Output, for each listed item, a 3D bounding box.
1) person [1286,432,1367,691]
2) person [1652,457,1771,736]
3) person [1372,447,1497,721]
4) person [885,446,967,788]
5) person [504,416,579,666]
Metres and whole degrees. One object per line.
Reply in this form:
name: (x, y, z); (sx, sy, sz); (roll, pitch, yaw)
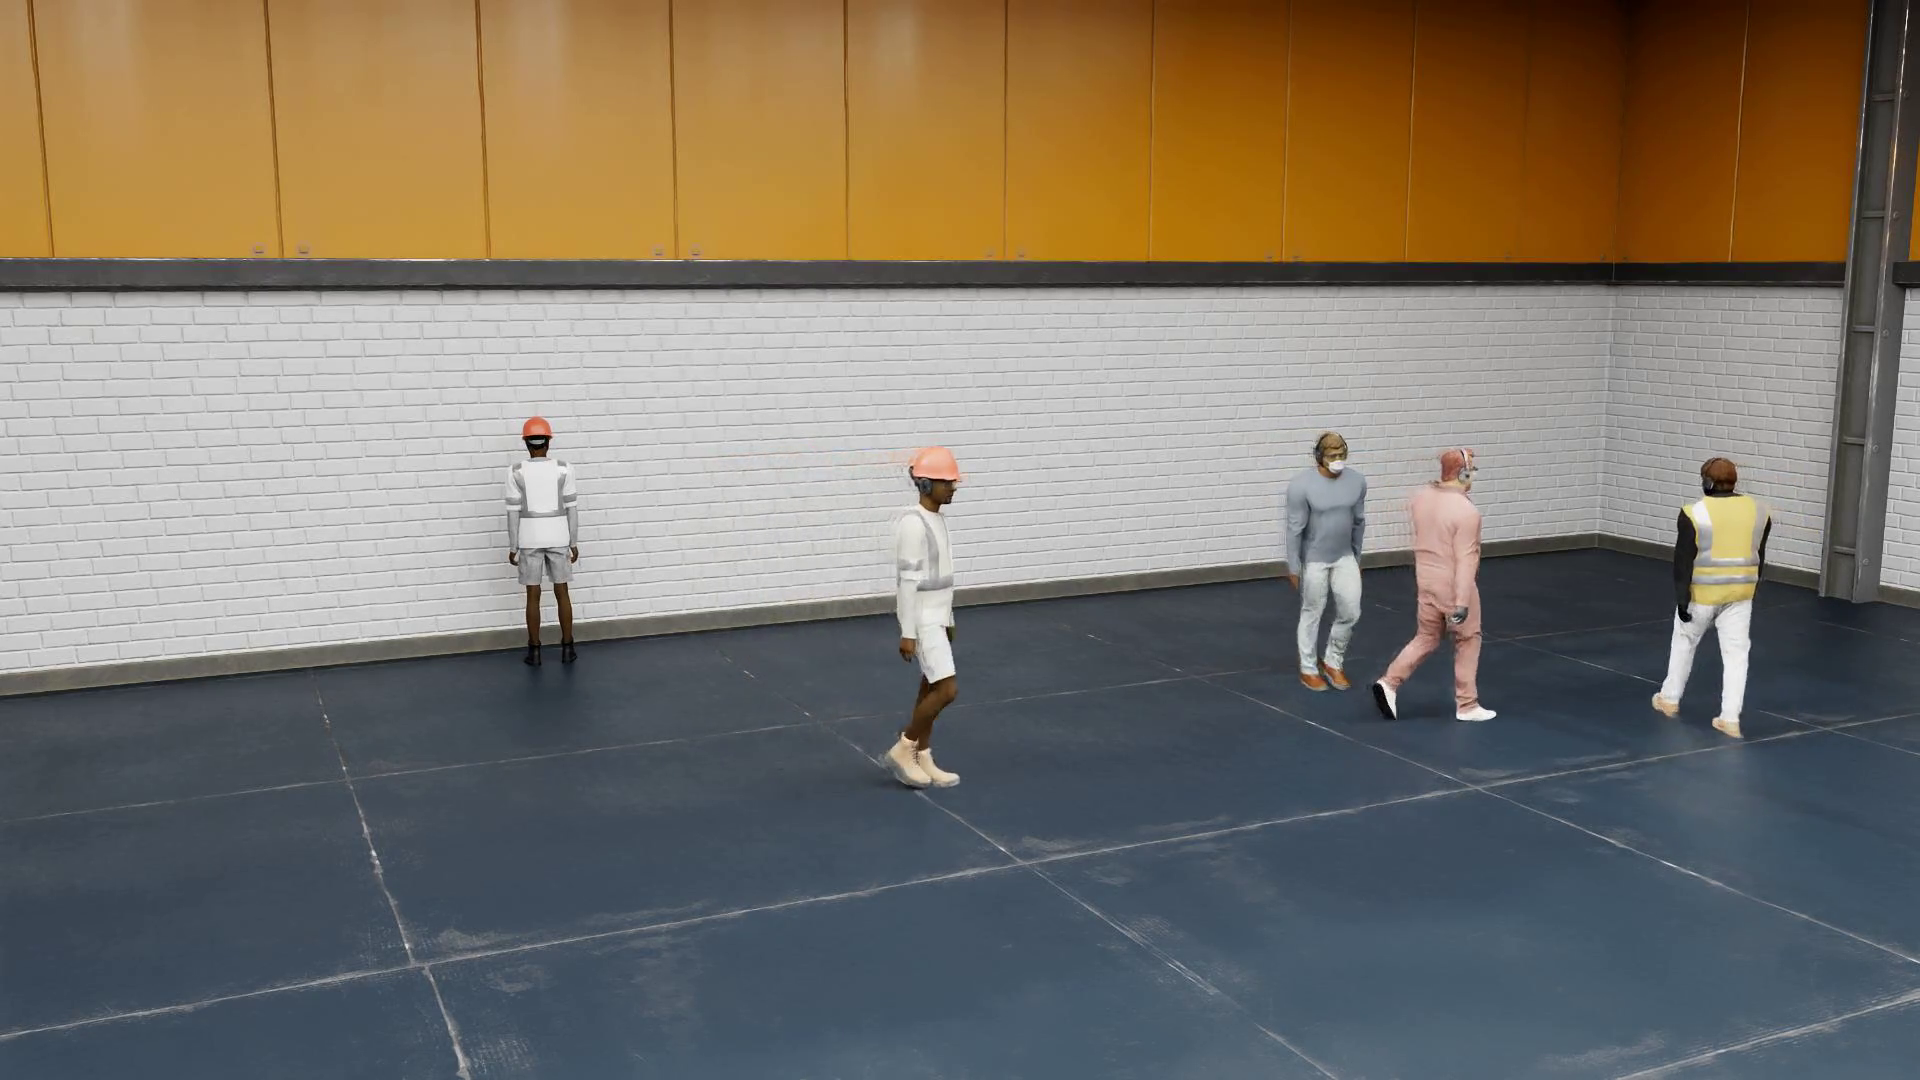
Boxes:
person: (2.621, 0.164, 11.967); (0.645, 1.908, 0.504); (-3, 10, -16)
person: (5.026, 0.350, 11.135); (0.649, 1.810, 0.858); (0, 9, 1)
person: (3.211, 0.312, 11.144); (0.799, 1.877, 0.648); (-4, 10, -22)
person: (-0.154, 0.466, 9.712); (0.415, 2.029, 0.650); (2, 9, 14)
person: (-3.224, 0.010, 12.855); (0.542, 1.928, 0.376); (-3, 10, -18)
